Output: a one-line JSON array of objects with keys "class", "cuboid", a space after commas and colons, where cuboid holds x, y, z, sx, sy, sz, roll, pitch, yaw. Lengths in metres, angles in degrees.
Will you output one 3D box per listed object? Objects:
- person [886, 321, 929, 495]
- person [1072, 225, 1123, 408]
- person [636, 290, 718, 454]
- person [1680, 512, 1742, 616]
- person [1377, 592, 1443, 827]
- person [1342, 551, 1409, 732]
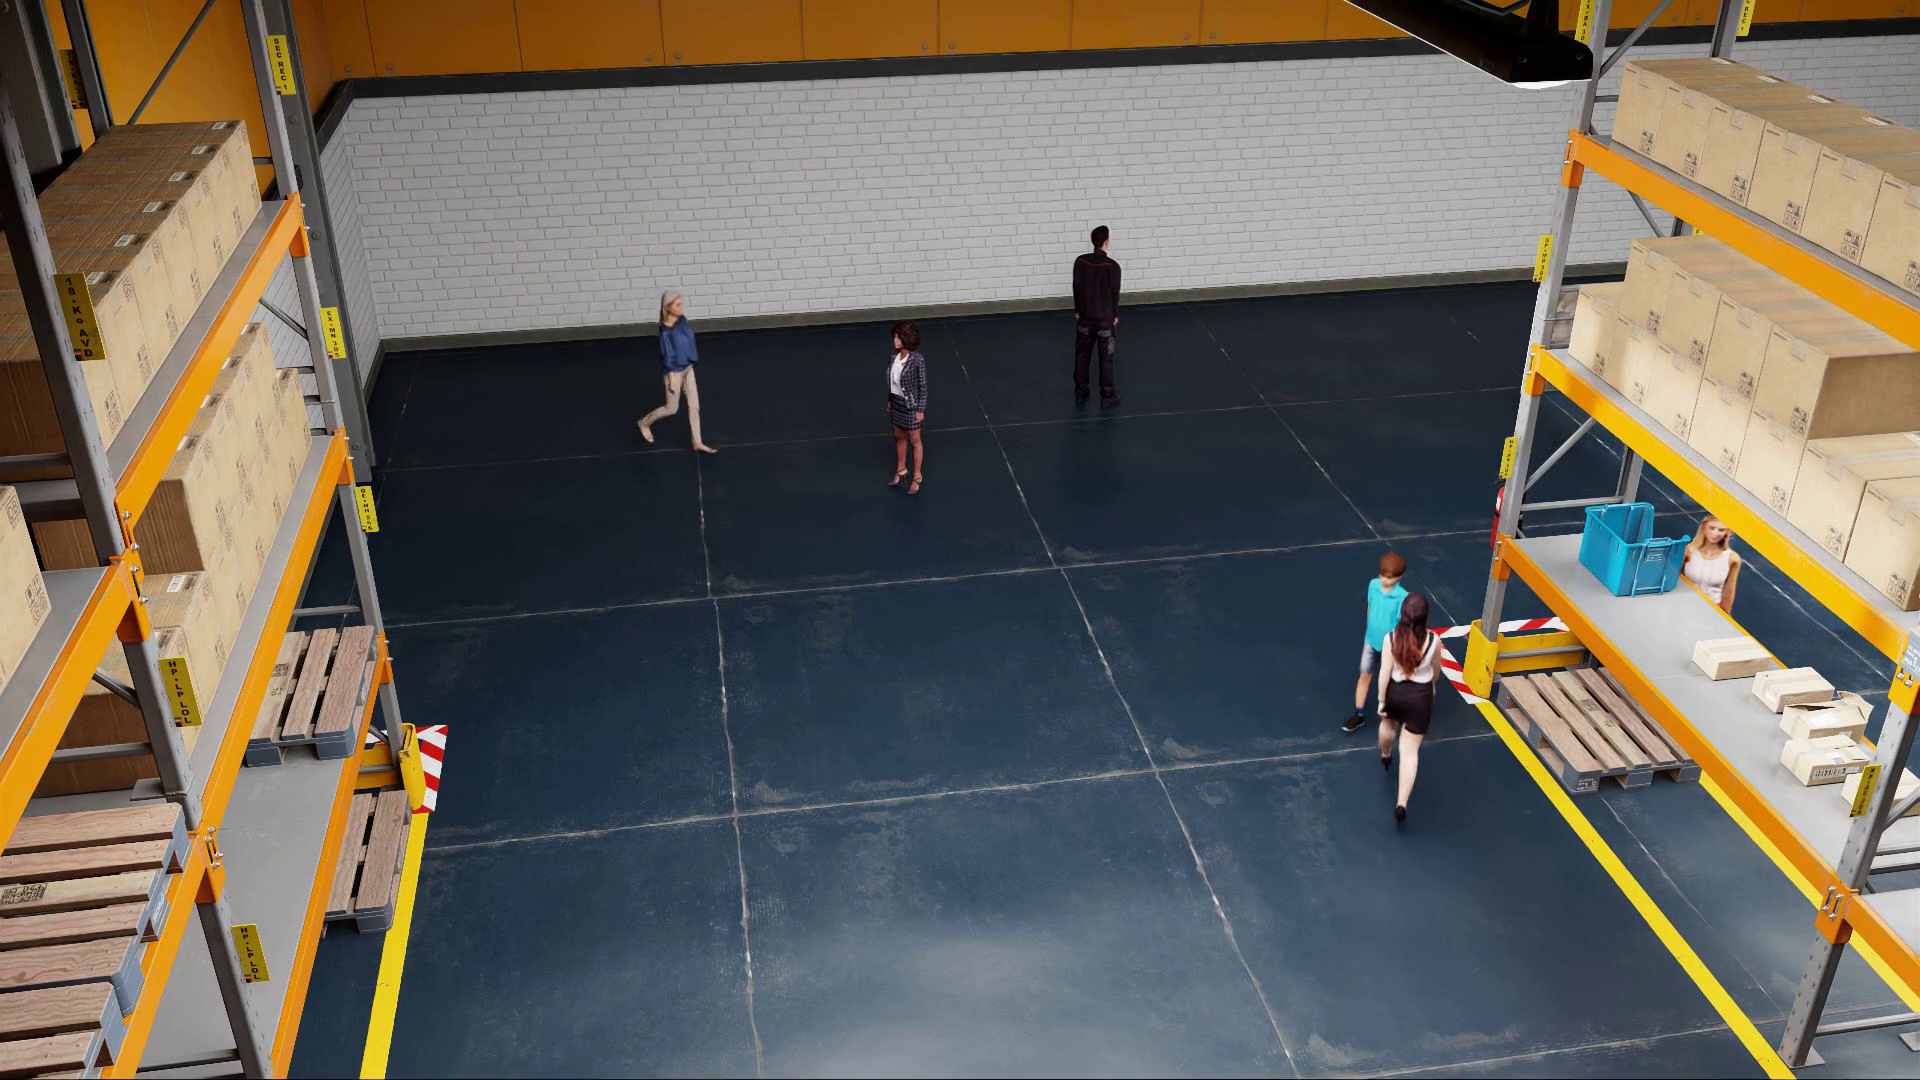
[{"class": "person", "cuboid": [-0.496, -1.242, 15.466, 0.671, 1.702, 0.766, 25, 37, 38]}, {"class": "person", "cuboid": [1.423, -2.322, 17.223, 0.778, 1.915, 0.815, 15, 32, 26]}, {"class": "person", "cuboid": [-2.823, -1.621, 16.192, 1.011, 1.672, 1.089, 10, 30, 17]}, {"class": "person", "cuboid": [5.320, 0.565, 12.050, 0.720, 1.800, 0.749, 9, 30, 17]}, {"class": "person", "cuboid": [3.009, 1.151, 11.184, 0.837, 1.601, 1.168, 5, 29, 9]}, {"class": "person", "cuboid": [3.168, 0.696, 12.213, 0.973, 1.414, 0.968, 23, 36, 36]}]
